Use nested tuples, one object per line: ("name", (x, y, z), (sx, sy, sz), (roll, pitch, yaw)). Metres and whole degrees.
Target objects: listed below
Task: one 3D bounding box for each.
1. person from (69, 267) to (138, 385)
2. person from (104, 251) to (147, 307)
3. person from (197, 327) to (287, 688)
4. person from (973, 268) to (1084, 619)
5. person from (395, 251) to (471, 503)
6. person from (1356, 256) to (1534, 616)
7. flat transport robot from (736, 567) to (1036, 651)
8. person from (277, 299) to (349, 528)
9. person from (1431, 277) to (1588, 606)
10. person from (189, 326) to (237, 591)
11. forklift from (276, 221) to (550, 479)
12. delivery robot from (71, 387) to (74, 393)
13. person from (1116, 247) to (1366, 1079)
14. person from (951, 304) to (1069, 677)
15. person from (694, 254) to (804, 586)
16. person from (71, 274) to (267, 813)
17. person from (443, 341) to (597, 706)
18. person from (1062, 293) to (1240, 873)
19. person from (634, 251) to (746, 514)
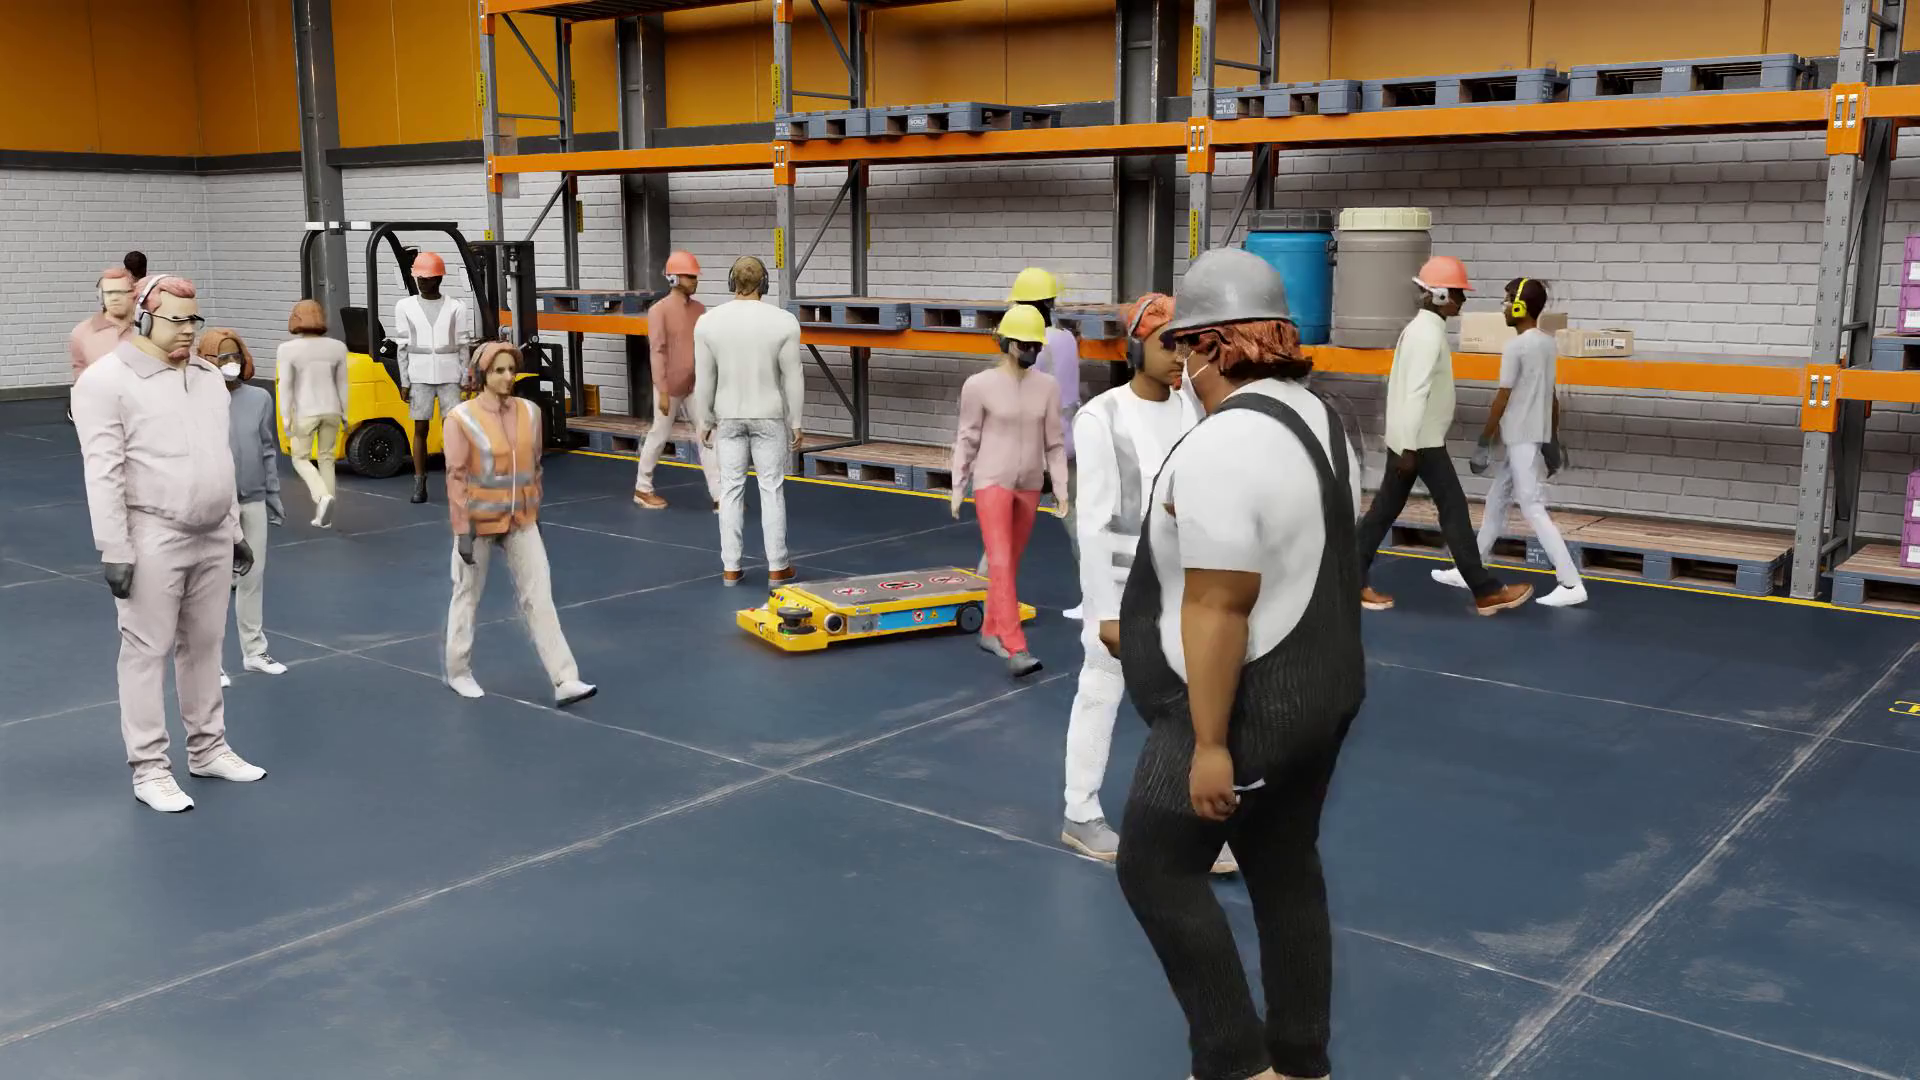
("person", (-4.954, -0.704, 10.015), (0.652, 1.871, 0.942), (-4, 11, -20))
("person", (-7.579, -1.707, 15.430), (0.593, 1.920, 0.391), (-2, 10, -11))
("person", (-3.335, -0.154, 7.611), (0.266, 1.631, 0.507), (7, 12, 33))
("person", (0.402, -0.504, 8.886), (1.002, 1.872, 0.596), (6, 12, 32))
("person", (-4.056, -1.252, 12.862), (0.547, 1.934, 0.375), (-3, 11, -18))
("person", (2.555, -0.554, 8.978), (1.050, 1.932, 0.636), (1, 10, 8))
("flat transport robot", (-0.377, 0.338, 8.662), (1.431, 0.197, 0.652), (-6, 12, -29))
("person", (-4.455, -0.856, 11.553), (0.504, 1.619, 0.523), (-10, 14, -42))
("person", (3.147, -0.549, 9.339), (0.985, 1.816, 0.526), (9, 14, 41))
("person", (-4.438, -0.522, 9.394), (0.843, 1.706, 0.562), (4, 11, 20))
("forklift", (-4.922, -1.741, 14.854), (1.214, 2.155, 2.313), (8, 13, 38))
("delivery robot", (-9.367, -1.583, 18.258), (0.707, 0.478, 0.477), (2, 11, 12))
("person", (0.629, 0.337, 3.760), (0.548, 2.000, 0.714), (7, 12, 34))
("person", (0.285, -0.226, 7.764), (0.542, 1.715, 0.880), (-6, 12, -28))
("person", (-1.223, -0.688, 9.726), (0.635, 1.937, 0.352), (1, 10, 3))
("person", (-2.816, 0.003, 6.003), (0.406, 1.903, 0.639), (4, 11, 20))
("person", (-1.974, -0.057, 7.193), (0.873, 1.589, 0.546), (8, 13, 39))
("person", (0.638, 0.160, 5.264), (0.651, 1.851, 0.808), (-8, 13, -38))
("person", (-2.073, -1.157, 12.326), (1.054, 1.943, 0.635), (7, 12, 35))
